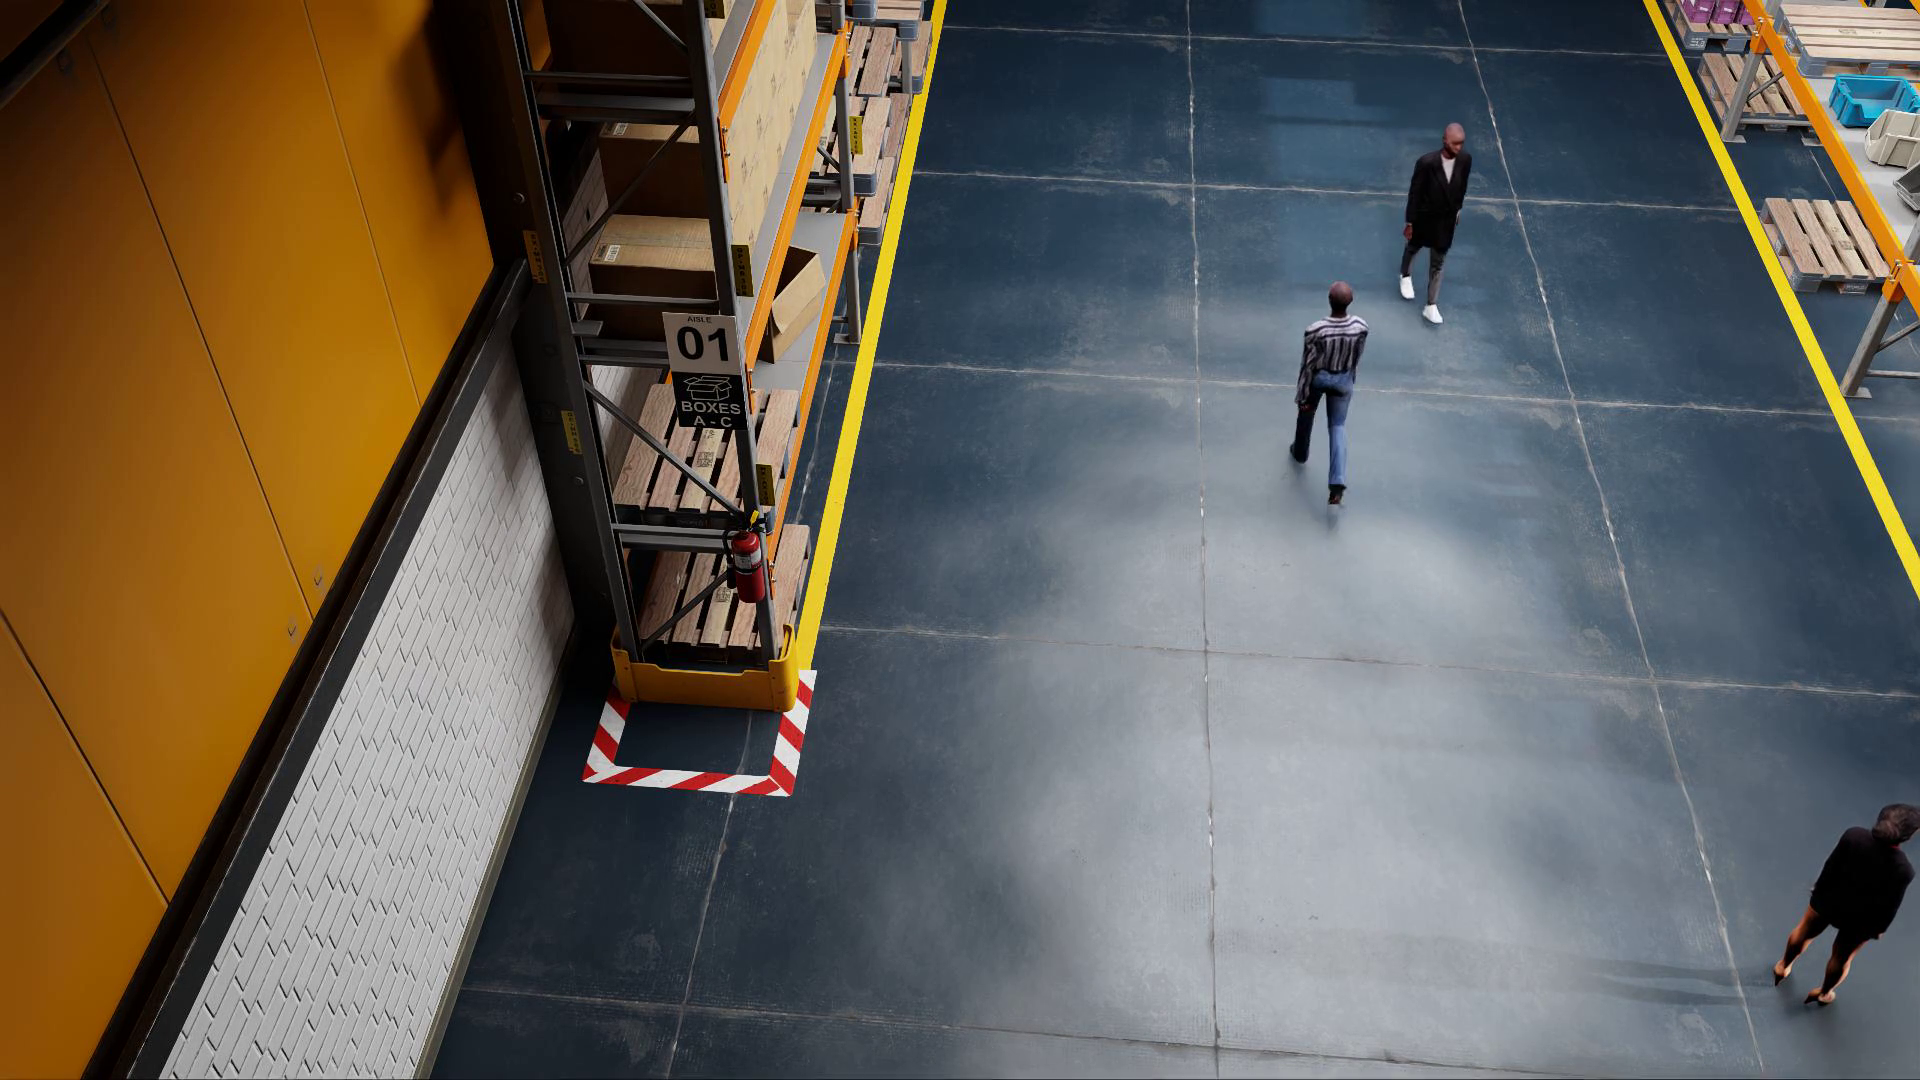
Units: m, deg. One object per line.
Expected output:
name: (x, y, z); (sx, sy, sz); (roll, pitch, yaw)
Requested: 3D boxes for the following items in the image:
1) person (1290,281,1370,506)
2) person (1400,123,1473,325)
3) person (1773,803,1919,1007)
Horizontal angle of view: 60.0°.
person: (2.690, -1.044, 12.024); (0.729, 1.762, 1.118); (-3, 44, -3)
person: (3.893, -2.739, 13.825); (0.802, 1.730, 1.073); (-4, 44, -4)
person: (4.786, 1.968, 8.948); (0.759, 1.643, 0.698); (-29, 51, -27)
